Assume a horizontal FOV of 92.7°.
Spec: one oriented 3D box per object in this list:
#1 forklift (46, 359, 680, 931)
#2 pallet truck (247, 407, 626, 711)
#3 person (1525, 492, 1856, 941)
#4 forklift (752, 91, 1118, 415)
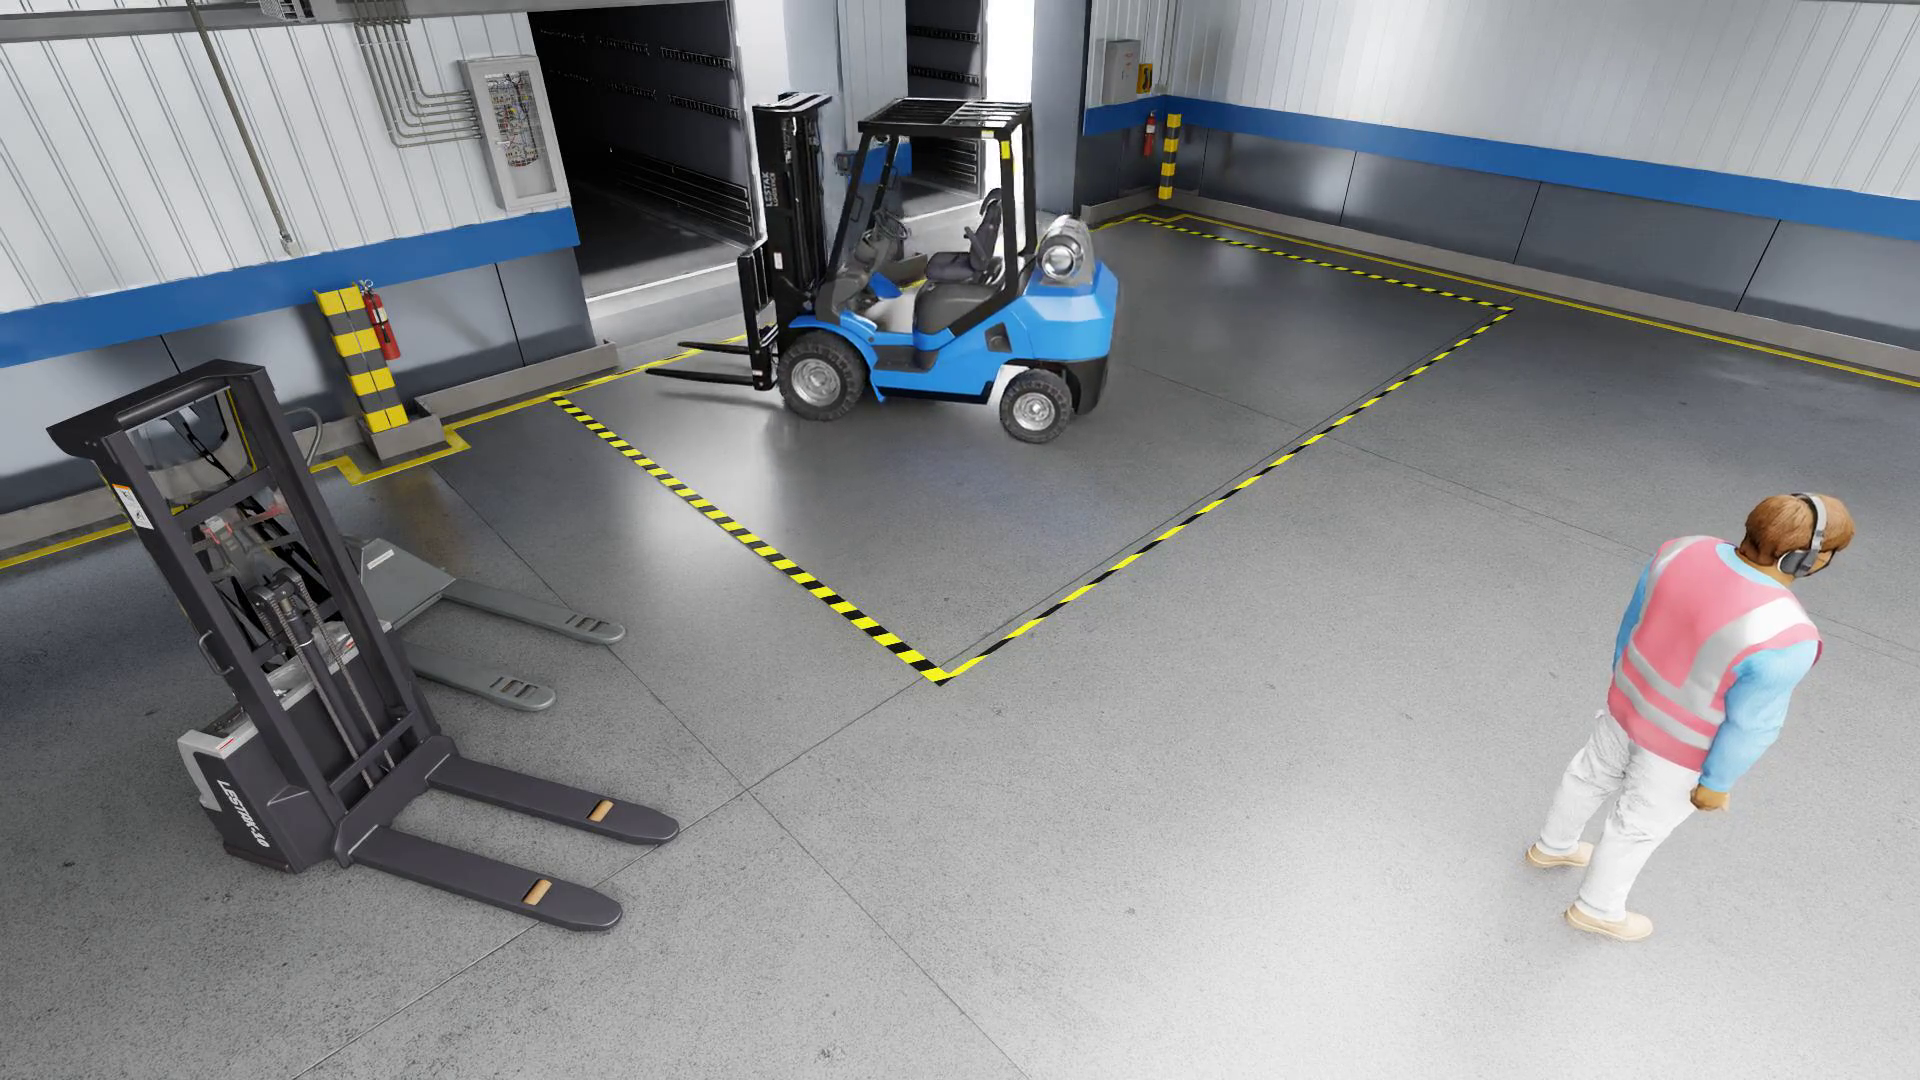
[{"bbox_3d":[-2.135,0.422,3.354,1.885,1.965,0.823,10,35,14],"label":"forklift"},{"bbox_3d":[-2.628,0.038,4.590,1.601,1.201,0.680,12,36,18],"label":"pallet truck"},{"bbox_3d":[2.476,0.636,3.177,0.431,1.844,0.622,1,34,2],"label":"person"},{"bbox_3d":[-0.173,-2.130,6.788,2.680,2.036,1.157,7,35,9],"label":"forklift"}]
